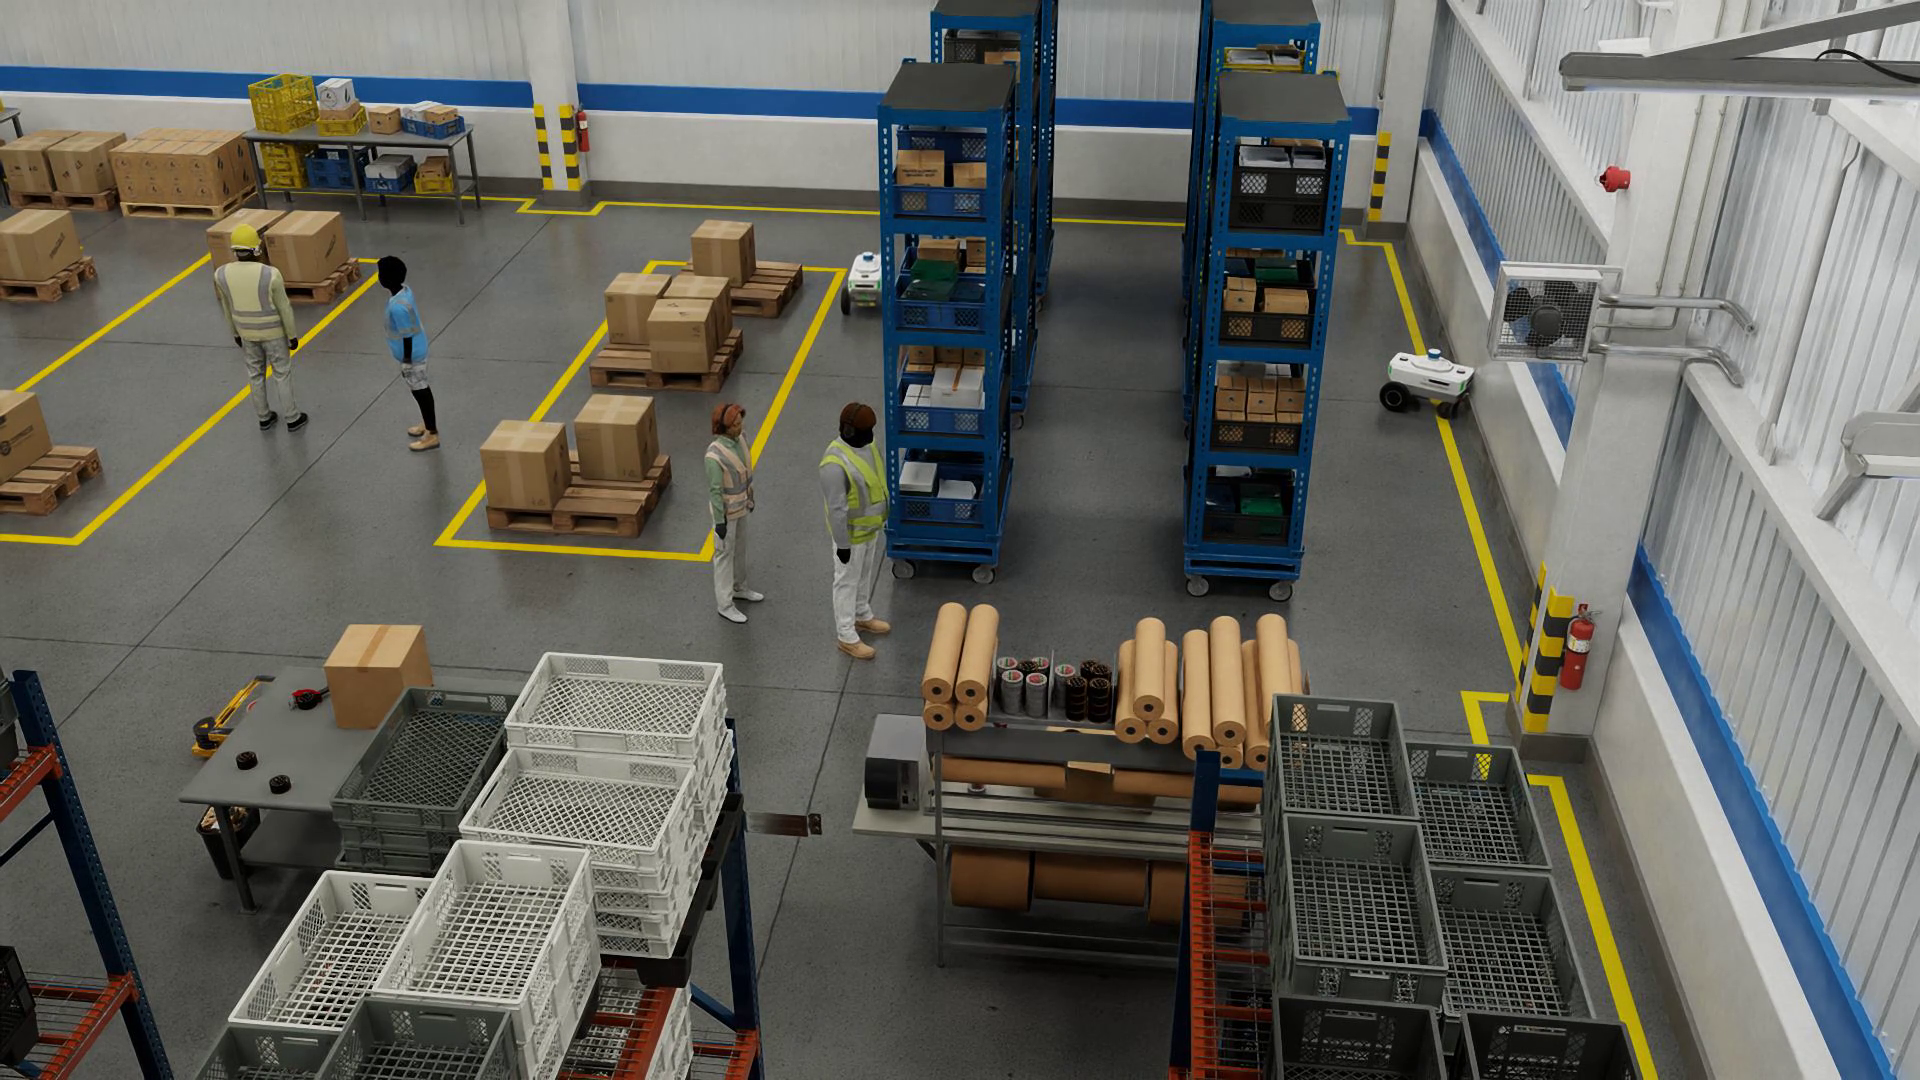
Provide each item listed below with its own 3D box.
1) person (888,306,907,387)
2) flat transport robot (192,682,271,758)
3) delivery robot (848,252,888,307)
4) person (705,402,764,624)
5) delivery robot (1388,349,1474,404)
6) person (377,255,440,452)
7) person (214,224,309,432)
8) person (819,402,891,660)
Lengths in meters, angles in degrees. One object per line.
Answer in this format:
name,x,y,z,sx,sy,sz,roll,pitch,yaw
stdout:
person,-0.256,-1.351,13.289,0.642,1.990,0.459,0,30,-1
flat transport robot,-4.089,1.163,10.648,1.431,0.197,0.652,3,30,6
delivery robot,-0.931,-2.679,16.877,0.477,0.478,0.707,2,30,3
person,-1.596,-0.213,11.661,0.309,1.636,0.523,9,31,15
delivery robot,4.185,-1.457,14.778,0.707,0.478,0.477,17,34,27
person,-4.613,-1.567,13.928,0.322,1.696,0.536,-7,31,-12
person,-5.952,-1.802,14.212,0.595,1.824,0.404,3,30,4
person,-0.685,-0.087,11.252,0.429,1.838,0.622,10,32,16
